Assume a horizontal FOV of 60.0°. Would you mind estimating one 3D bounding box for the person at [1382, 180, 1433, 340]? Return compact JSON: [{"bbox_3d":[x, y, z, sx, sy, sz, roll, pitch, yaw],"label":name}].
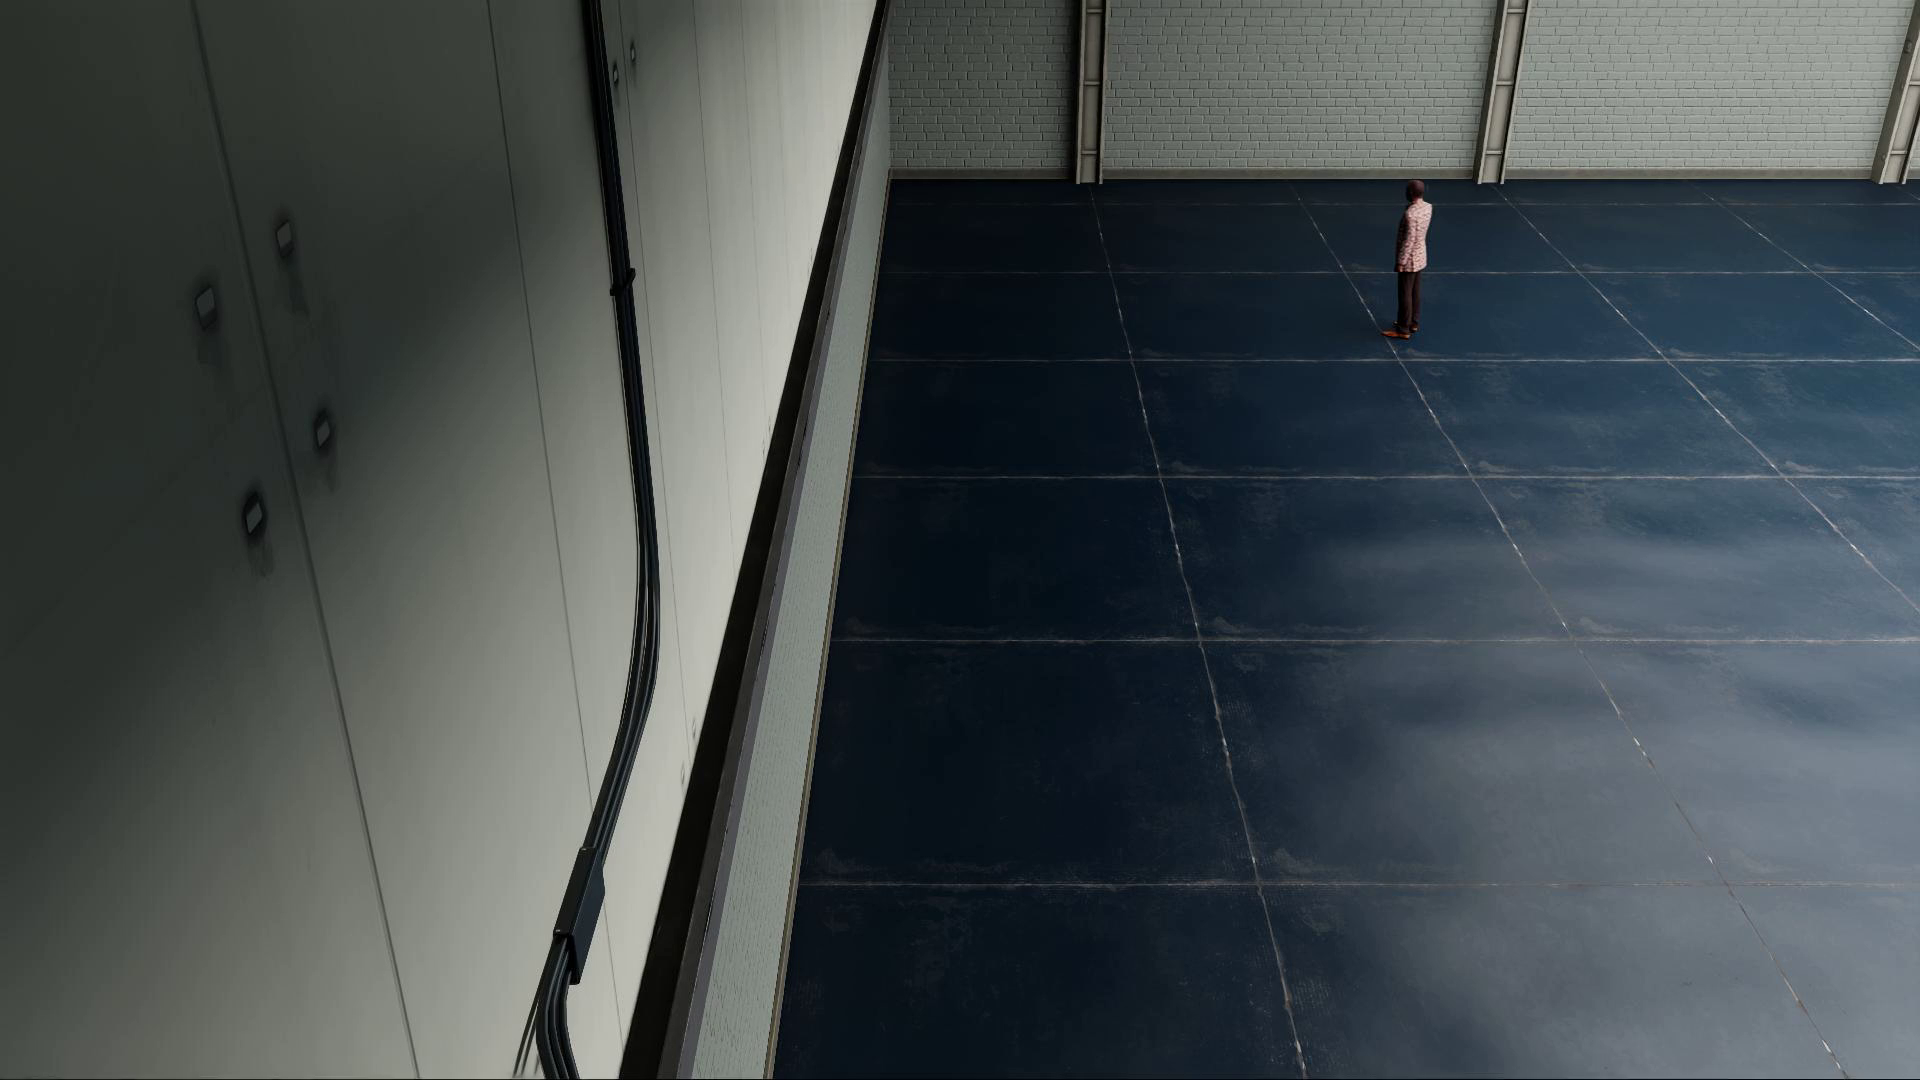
[{"bbox_3d":[5.138,-3.200,18.930,0.806,1.809,0.779,19,34,32],"label":"person"}]
